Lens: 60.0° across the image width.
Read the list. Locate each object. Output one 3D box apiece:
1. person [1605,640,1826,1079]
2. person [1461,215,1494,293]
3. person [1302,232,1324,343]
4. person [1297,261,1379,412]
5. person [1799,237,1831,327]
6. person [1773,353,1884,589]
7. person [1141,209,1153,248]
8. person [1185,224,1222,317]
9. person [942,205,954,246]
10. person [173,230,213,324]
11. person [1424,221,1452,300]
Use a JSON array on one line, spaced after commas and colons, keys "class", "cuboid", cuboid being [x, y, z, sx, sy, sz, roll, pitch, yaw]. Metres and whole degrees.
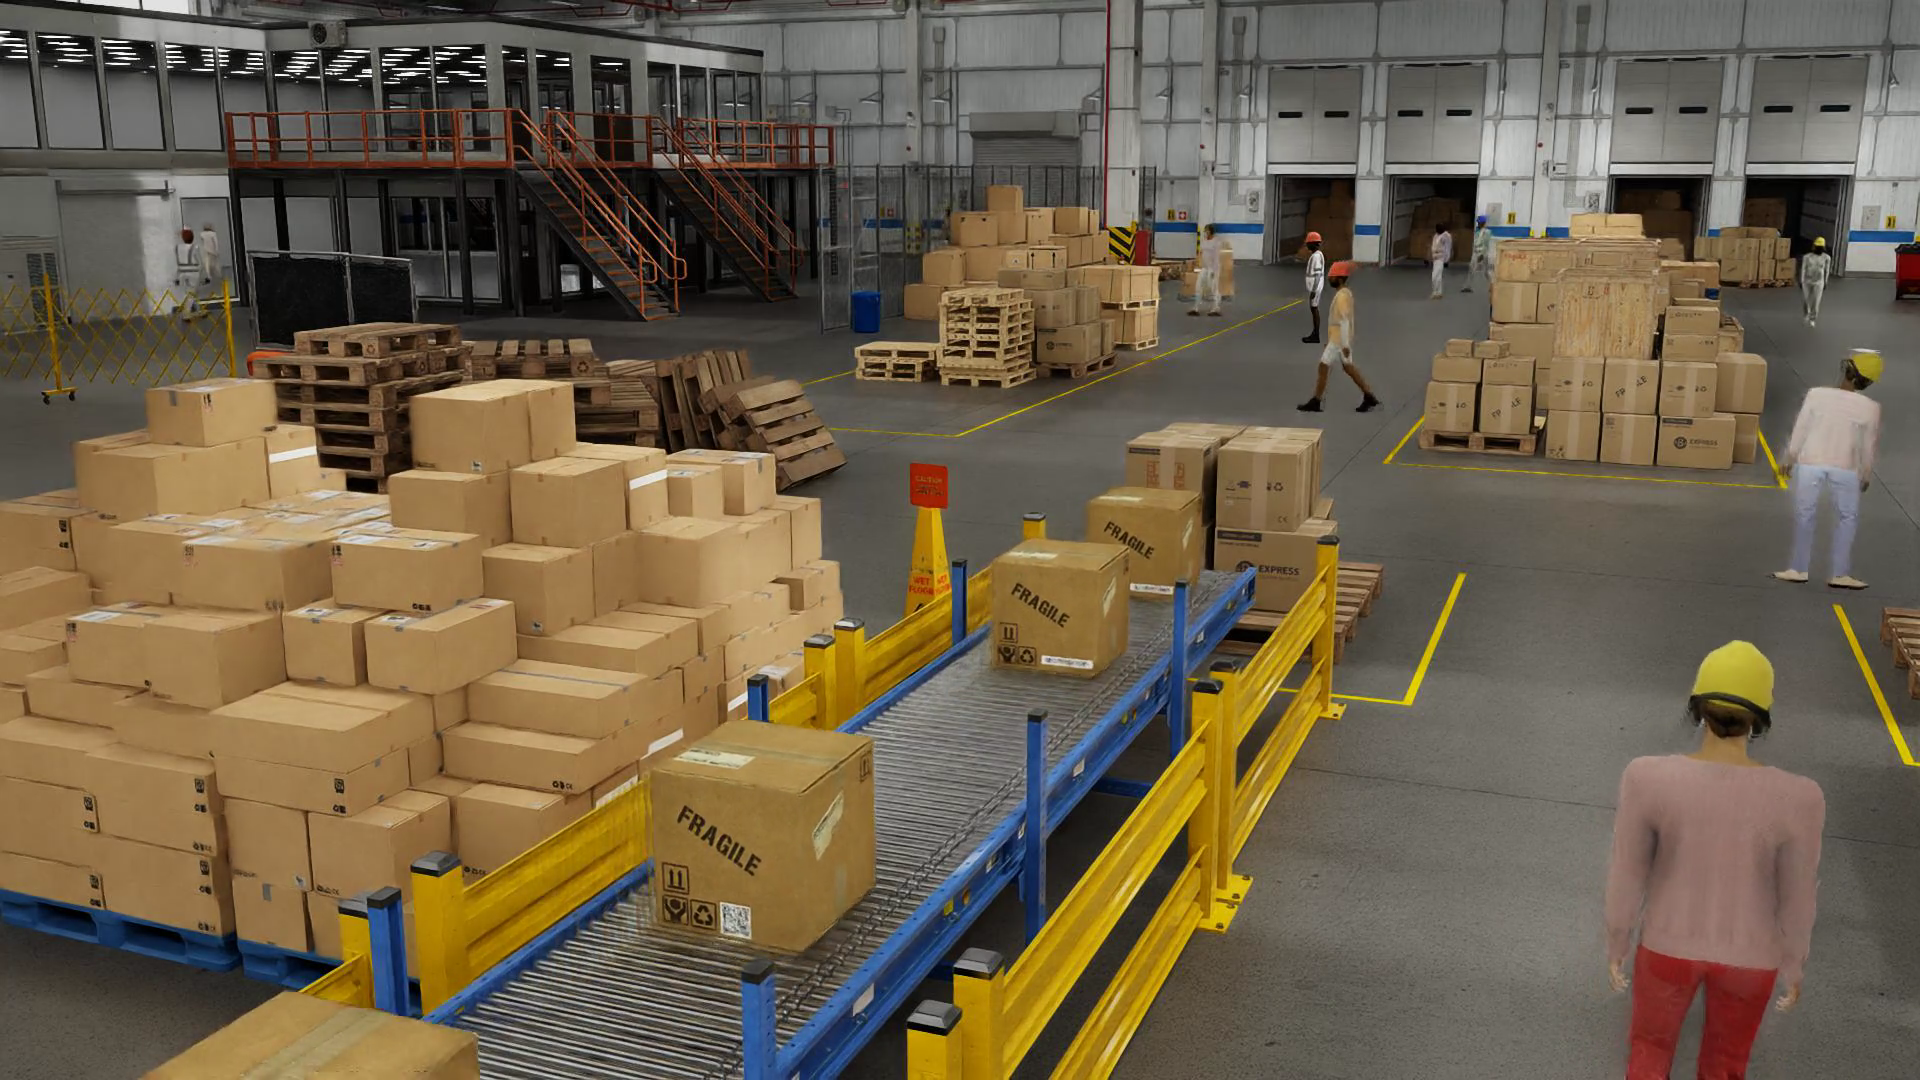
[{"class": "person", "cuboid": [2.060, 1.147, 4.603, 0.530, 1.752, 0.554, 6, 14, 27]}, {"class": "person", "cuboid": [12.881, -7.044, 40.985, 0.925, 1.913, 0.604, -4, 13, -19]}, {"class": "person", "cuboid": [6.176, -4.419, 29.140, 0.373, 1.935, 0.552, 3, 13, 11]}, {"class": "person", "cuboid": [4.788, -2.524, 20.754, 0.981, 1.898, 0.546, 4, 13, 18]}, {"class": "person", "cuboid": [16.586, -5.019, 32.283, 0.505, 1.728, 0.476, 7, 14, 28]}, {"class": "person", "cuboid": [6.328, -0.511, 12.120, 0.641, 1.718, 0.323, 8, 15, 31]}, {"class": "person", "cuboid": [5.922, -9.464, 52.089, 0.712, 1.800, 0.663, 7, 14, 29]}, {"class": "person", "cuboid": [5.029, -5.515, 34.136, 0.867, 1.909, 0.634, -7, 14, -29]}, {"class": "person", "cuboid": [-0.472, -9.888, 53.803, 0.946, 1.890, 0.600, 2, 13, 11]}, {"class": "person", "cuboid": [-15.207, -5.226, 32.994, 0.585, 1.828, 1.004, 4, 13, 17]}, {"class": "person", "cuboid": [11.137, -6.541, 38.916, 0.585, 1.826, 0.655, -2, 13, -9]}]
